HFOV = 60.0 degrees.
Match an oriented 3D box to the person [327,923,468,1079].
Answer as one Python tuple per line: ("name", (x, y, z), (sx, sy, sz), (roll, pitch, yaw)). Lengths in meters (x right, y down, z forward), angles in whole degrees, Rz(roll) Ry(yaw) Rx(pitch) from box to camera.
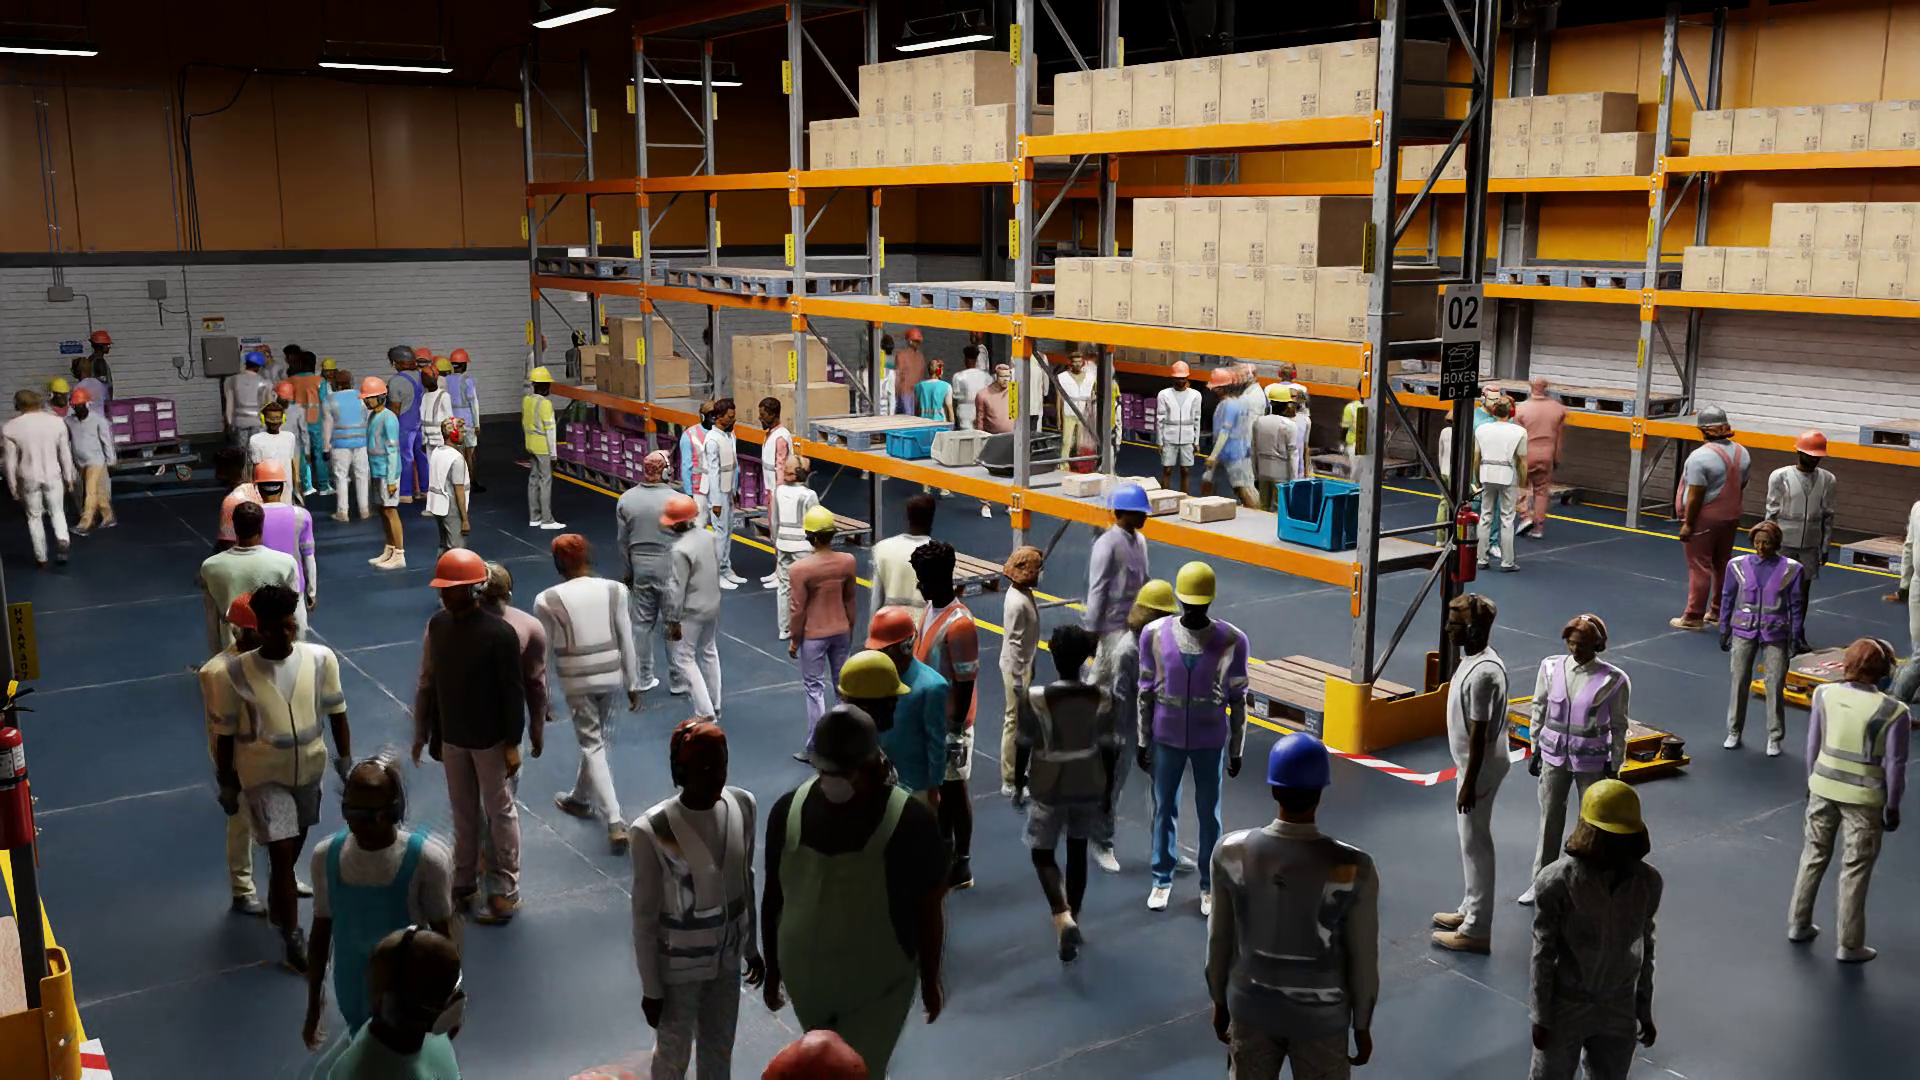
("person", (-1.458, 1.918, 4.342), (0.468, 1.921, 0.642), (0, 11, -2))

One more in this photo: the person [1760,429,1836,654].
("person", (7.095, 0.019, 14.063), (0.548, 1.926, 0.387), (1, 11, 6))

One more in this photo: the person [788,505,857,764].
("person", (-0.930, 0.642, 11.266), (0.525, 1.771, 0.304), (-9, 14, -38))

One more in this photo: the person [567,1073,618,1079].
("person", (-0.719, 2.032, 3.861), (0.880, 1.893, 0.561), (-10, 15, -40))

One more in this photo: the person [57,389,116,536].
("person", (-10.227, -0.921, 19.441), (0.574, 1.696, 0.921), (2, 11, 12))

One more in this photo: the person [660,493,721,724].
("person", (-1.901, 0.495, 12.134), (0.406, 1.729, 0.725), (4, 12, 19))

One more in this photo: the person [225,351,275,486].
("person", (-9.491, -1.588, 22.349), (0.625, 1.901, 0.652), (-1, 11, -6))

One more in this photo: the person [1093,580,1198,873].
("person", (1.045, 1.055, 9.323), (0.668, 1.704, 0.507), (10, 15, 42))

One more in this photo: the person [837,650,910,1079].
("person", (-0.395, 1.401, 6.973), (0.380, 1.928, 0.586), (-4, 12, -21))

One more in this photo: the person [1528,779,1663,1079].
("person", (2.271, 1.690, 5.963), (0.483, 1.745, 0.300), (-2, 11, -9))

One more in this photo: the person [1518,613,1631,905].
("person", (3.264, 1.185, 8.821), (0.512, 1.640, 0.309), (10, 15, 41))

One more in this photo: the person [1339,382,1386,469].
("person", (5.068, -1.165, 20.790), (0.554, 1.651, 0.869), (-2, 11, -8))

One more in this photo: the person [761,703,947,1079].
("person", (-0.401, 1.511, 6.118), (0.690, 2.000, 1.019), (5, 12, 22))

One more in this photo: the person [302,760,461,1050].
("person", (-2.086, 1.644, 6.071), (0.526, 1.809, 0.951), (2, 11, 9))

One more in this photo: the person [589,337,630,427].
("person", (-5.408, -2.229, 25.737), (1.010, 1.874, 0.635), (-2, 11, -12))

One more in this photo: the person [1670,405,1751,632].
("person", (6.676, -0.205, 14.903), (0.678, 2.000, 0.536), (-5, 12, -26))

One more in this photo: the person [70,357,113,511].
("person", (-10.971, -1.338, 20.959), (0.359, 1.938, 0.635), (0, 11, -2))

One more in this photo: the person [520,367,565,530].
("person", (-4.956, -1.085, 19.695), (0.619, 1.924, 0.380), (10, 15, 42))

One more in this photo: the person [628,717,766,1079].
("person", (-0.962, 1.576, 6.196), (0.359, 1.882, 0.575), (9, 14, 40))

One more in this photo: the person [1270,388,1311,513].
("person", (3.570, -0.744, 18.168), (0.509, 1.842, 0.329), (-1, 11, -4))

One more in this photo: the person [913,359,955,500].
("person", (-0.340, -1.435, 21.716), (0.563, 1.838, 0.389), (5, 12, 24))

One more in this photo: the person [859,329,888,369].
("person", (-1.577, -3.328, 31.264), (0.617, 1.897, 0.995), (-7, 13, -34))

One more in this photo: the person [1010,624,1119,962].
("person", (0.555, 1.269, 8.286), (0.539, 1.668, 0.684), (-3, 11, -13))

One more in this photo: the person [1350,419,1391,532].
("person", (4.087, -0.403, 16.701), (0.410, 1.734, 0.584), (2, 11, 8))

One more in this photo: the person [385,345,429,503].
("person", (-7.189, -1.507, 21.565), (0.538, 2.000, 0.684), (5, 12, 25))

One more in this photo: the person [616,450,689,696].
("person", (-2.317, 0.251, 12.908), (0.651, 1.904, 0.402), (4, 12, 19))

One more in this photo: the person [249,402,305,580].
("person", (-6.821, -0.456, 16.638), (0.323, 1.865, 0.518), (8, 13, 34))

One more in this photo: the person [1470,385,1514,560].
("person", (5.694, -0.731, 17.969), (0.644, 1.900, 0.399), (-3, 11, -16))

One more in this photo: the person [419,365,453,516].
("person", (-6.428, -1.207, 20.428), (0.584, 1.882, 0.337), (9, 15, 40))

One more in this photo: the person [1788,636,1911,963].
("person", (4.453, 1.289, 8.324), (0.327, 1.628, 0.519), (-6, 13, -30))

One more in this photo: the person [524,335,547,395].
("person", (-6.588, -2.290, 26.034), (0.438, 1.877, 0.614), (-1, 11, -4))

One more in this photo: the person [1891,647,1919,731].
("person", (7.006, 0.540, 11.589), (0.897, 1.870, 0.688), (4, 12, 22))

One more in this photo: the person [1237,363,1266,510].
("person", (3.538, -1.226, 20.496), (0.399, 1.900, 0.643), (0, 11, 2))

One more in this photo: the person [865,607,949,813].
("person", (-0.315, 1.188, 8.548), (0.575, 1.739, 0.350), (9, 14, 40))

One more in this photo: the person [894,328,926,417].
("person", (-0.752, -2.267, 25.600), (0.441, 1.978, 0.652), (9, 14, 40))

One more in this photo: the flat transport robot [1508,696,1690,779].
("flat transport robot", (4.276, 1.328, 11.600), (0.652, 0.197, 1.431), (-5, 12, -26))

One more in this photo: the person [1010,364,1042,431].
("person", (0.879, -1.776, 23.057), (0.612, 1.996, 0.388), (-10, 15, -41))

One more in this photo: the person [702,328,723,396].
("person", (-4.171, -2.681, 28.140), (0.330, 1.831, 0.651), (0, 11, 1))

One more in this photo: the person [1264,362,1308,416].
("person", (4.176, -1.377, 21.420), (0.571, 1.839, 0.383), (4, 12, 21))

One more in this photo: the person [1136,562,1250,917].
("person", (1.226, 1.046, 8.820), (0.586, 1.918, 0.398), (3, 11, 14))

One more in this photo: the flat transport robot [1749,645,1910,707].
("flat transport robot", (6.865, 1.058, 12.975), (1.431, 0.197, 0.652), (-7, 13, -31))

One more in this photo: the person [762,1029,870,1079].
("person", (-0.338, 2.049, 3.477), (0.637, 2.009, 0.908), (2, 11, 9))

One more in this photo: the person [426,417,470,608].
("person", (-4.773, -0.232, 15.576), (0.393, 1.836, 0.561), (-9, 14, -38))

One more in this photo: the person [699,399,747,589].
("person", (-2.380, -0.457, 16.548), (0.400, 1.908, 0.599), (1, 11, 6))

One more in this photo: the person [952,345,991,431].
("person", (0.179, -1.711, 22.879), (0.605, 1.940, 0.849), (-7, 13, -33))
